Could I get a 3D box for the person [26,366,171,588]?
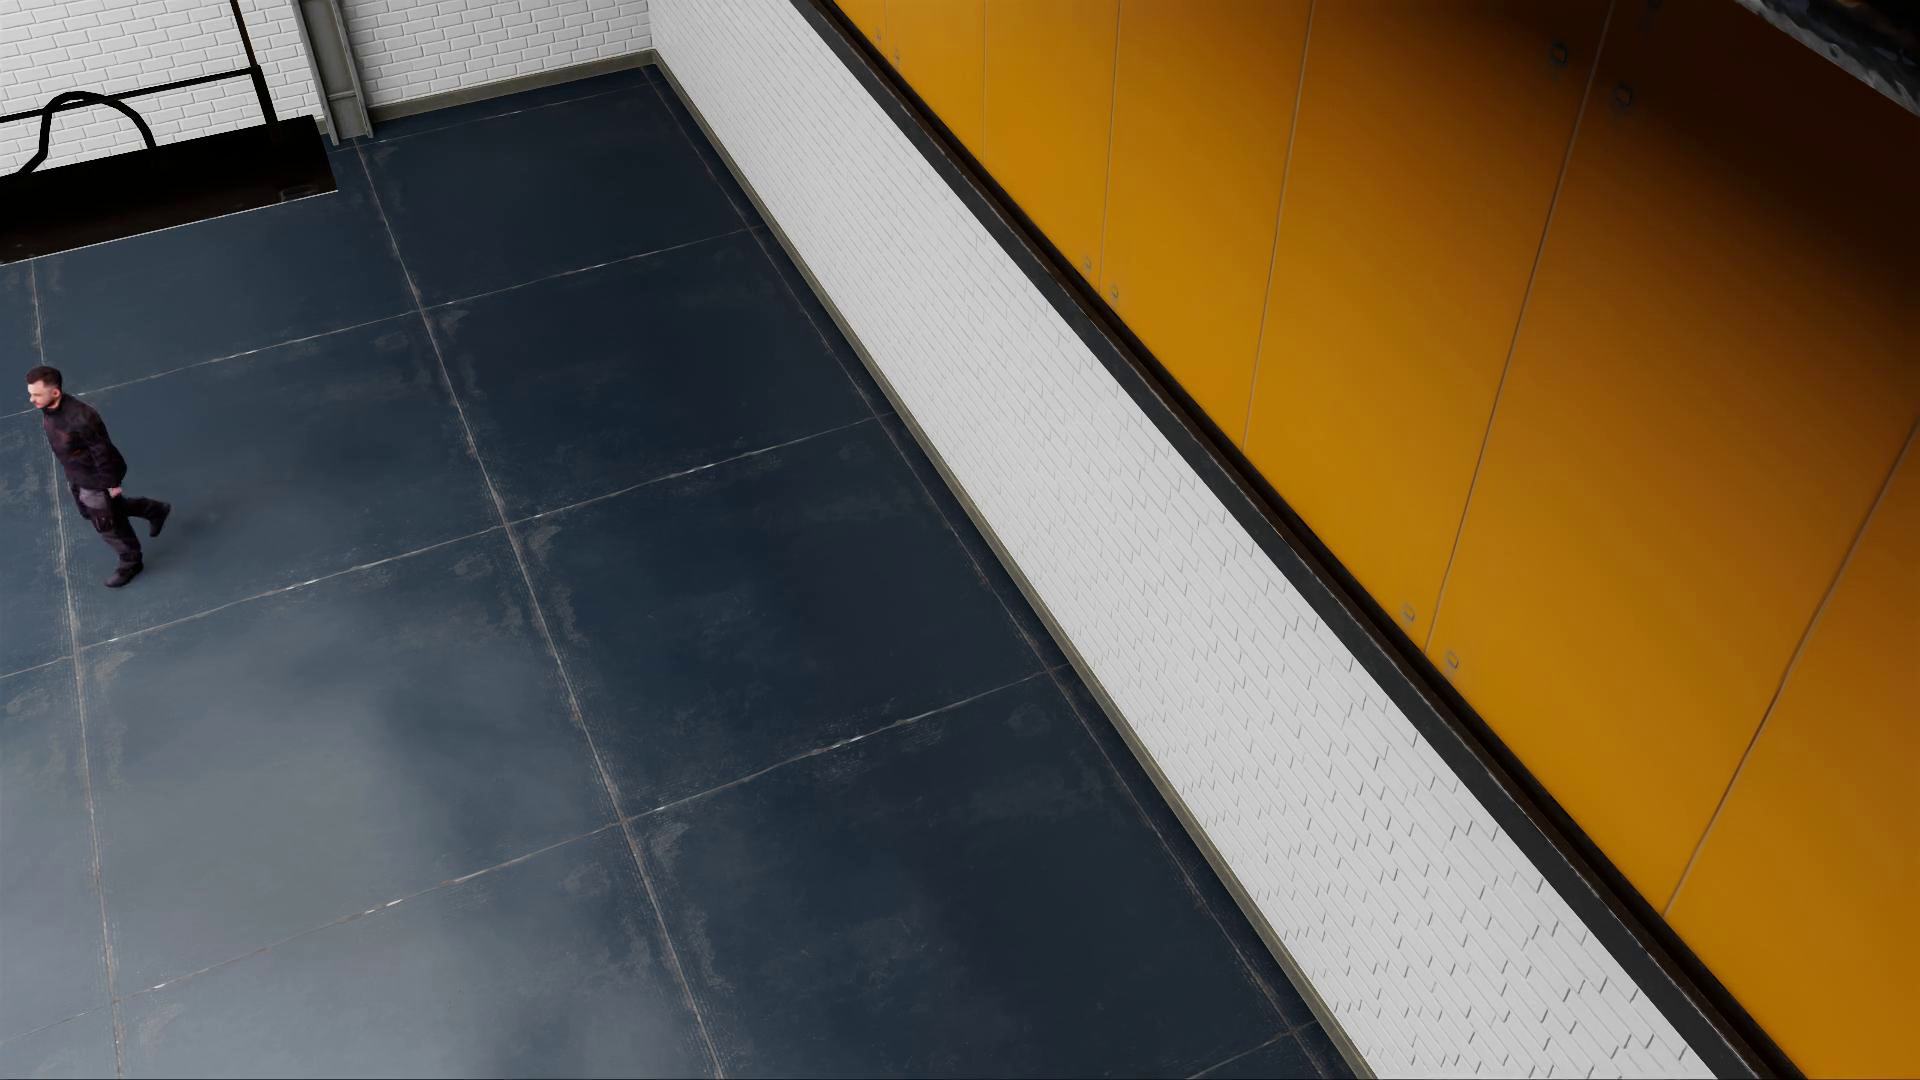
[{"bbox_3d":[-5.917,-0.522,11.470,0.953,1.842,1.058,28,50,26],"label":"person"}]
